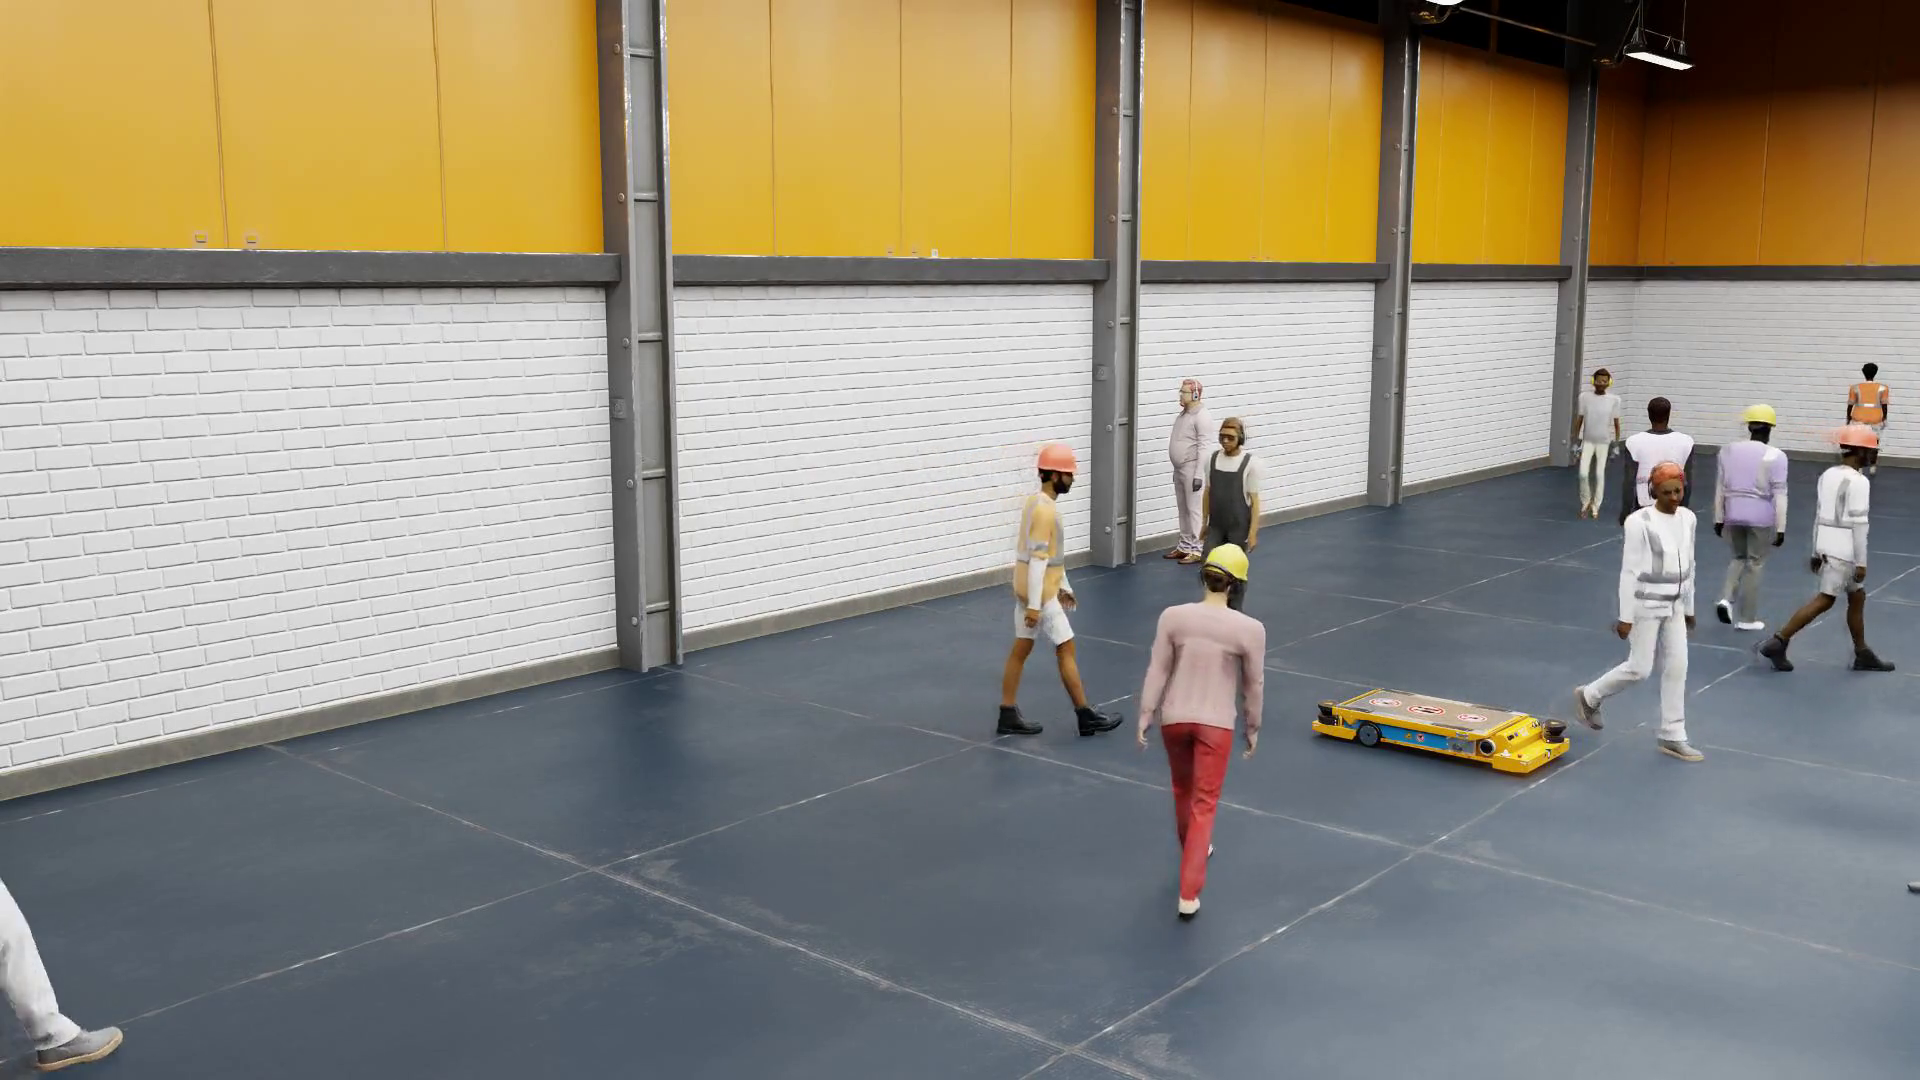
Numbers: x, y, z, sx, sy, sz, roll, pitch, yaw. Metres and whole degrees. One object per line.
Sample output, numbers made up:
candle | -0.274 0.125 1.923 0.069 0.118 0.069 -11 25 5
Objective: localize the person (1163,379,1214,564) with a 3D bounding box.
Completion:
person | 2.360 -0.711 17.228 0.408 1.913 0.641 -3 9 -17

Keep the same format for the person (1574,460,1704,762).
person | 4.275 0.410 10.376 0.618 1.857 0.789 -5 10 -29

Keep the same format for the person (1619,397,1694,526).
person | 6.100 -0.291 14.583 0.587 1.915 0.397 1 9 7

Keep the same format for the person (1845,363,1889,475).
person | 13.436 -1.784 24.648 0.554 1.677 0.643 5 10 29

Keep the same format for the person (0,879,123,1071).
person | -3.690 1.115 6.018 0.976 1.838 0.593 -7 11 -37

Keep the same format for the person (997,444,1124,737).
person | 0.654 0.332 10.721 0.912 1.895 0.540 -1 9 -7

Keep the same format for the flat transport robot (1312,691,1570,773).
flat transport robot | 3.022 1.178 10.503 1.431 0.197 0.652 8 12 40

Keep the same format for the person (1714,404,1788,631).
person | 6.633 -0.184 13.920 0.416 1.905 0.613 -6 11 -34

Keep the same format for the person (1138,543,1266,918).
person | 1.161 0.873 7.935 0.551 1.690 0.904 4 10 24

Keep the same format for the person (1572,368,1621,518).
person | 7.784 -1.175 20.335 0.553 1.848 0.502 4 10 25

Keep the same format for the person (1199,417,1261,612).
person | 2.180 -0.090 13.577 0.548 1.832 0.404 6 11 33

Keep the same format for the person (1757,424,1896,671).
person | 6.521 0.067 12.438 0.993 1.893 0.559 1 9 4

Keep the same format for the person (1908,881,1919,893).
person | 4.813 0.829 7.761 0.379 1.844 0.570 -1 9 -9
